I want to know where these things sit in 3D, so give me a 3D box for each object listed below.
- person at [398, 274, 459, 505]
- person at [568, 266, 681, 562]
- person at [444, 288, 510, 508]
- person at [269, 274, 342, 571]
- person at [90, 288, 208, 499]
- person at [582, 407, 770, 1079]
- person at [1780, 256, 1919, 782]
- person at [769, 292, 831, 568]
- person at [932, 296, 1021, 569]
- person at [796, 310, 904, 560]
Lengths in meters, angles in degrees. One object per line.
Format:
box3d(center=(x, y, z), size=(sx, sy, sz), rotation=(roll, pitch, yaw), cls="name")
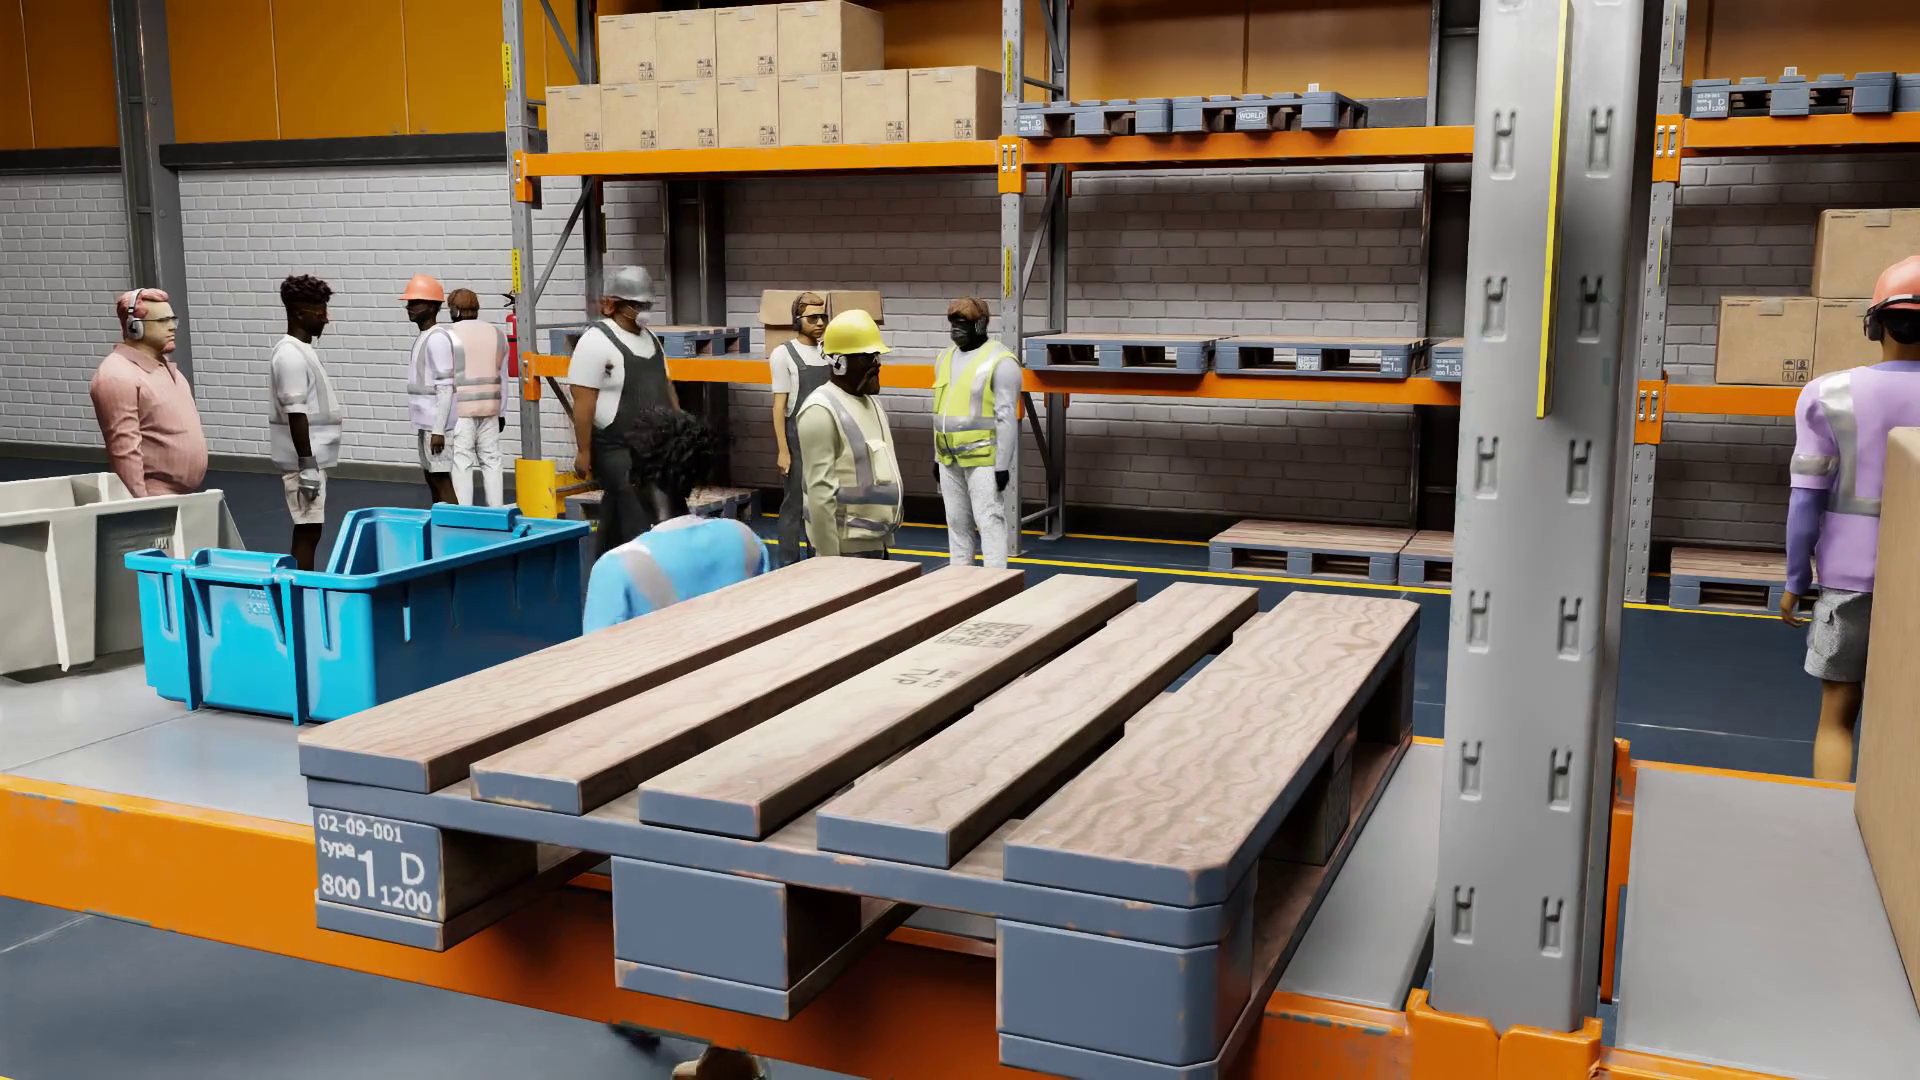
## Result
box3d(center=(-3.523, -0.785, 11.064), size=(0.340, 1.941, 0.551), rotation=(-5, 11, -28), cls="person")
box3d(center=(-1.851, -0.593, 9.627), size=(0.882, 2.000, 0.710), rotation=(3, 10, 19), cls="person")
box3d(center=(-3.634, -0.940, 12.333), size=(0.428, 1.835, 0.615), rotation=(9, 13, 42), cls="person")
box3d(center=(-3.480, -0.430, 8.886), size=(0.368, 1.962, 0.603), rotation=(-3, 10, -20), cls="person")
box3d(center=(-3.584, -0.166, 7.473), size=(0.407, 1.908, 0.641), rotation=(-1, 10, -7), cls="person")
box3d(center=(-0.690, 0.513, 4.102), size=(0.667, 1.660, 0.590), rotation=(6, 11, 30), cls="person")
box3d(center=(3.000, 0.113, 5.392), size=(0.614, 2.040, 0.390), rotation=(4, 10, 22), cls="person")
box3d(center=(-0.903, -0.557, 9.993), size=(0.345, 1.846, 0.508), rotation=(8, 12, 40), cls="person")
box3d(center=(0.063, -0.459, 9.454), size=(0.429, 1.836, 0.624), rotation=(-9, 13, -42), cls="person")
box3d(center=(-0.432, -0.017, 6.793), size=(0.404, 1.832, 0.599), rotation=(3, 10, 18), cls="person")
